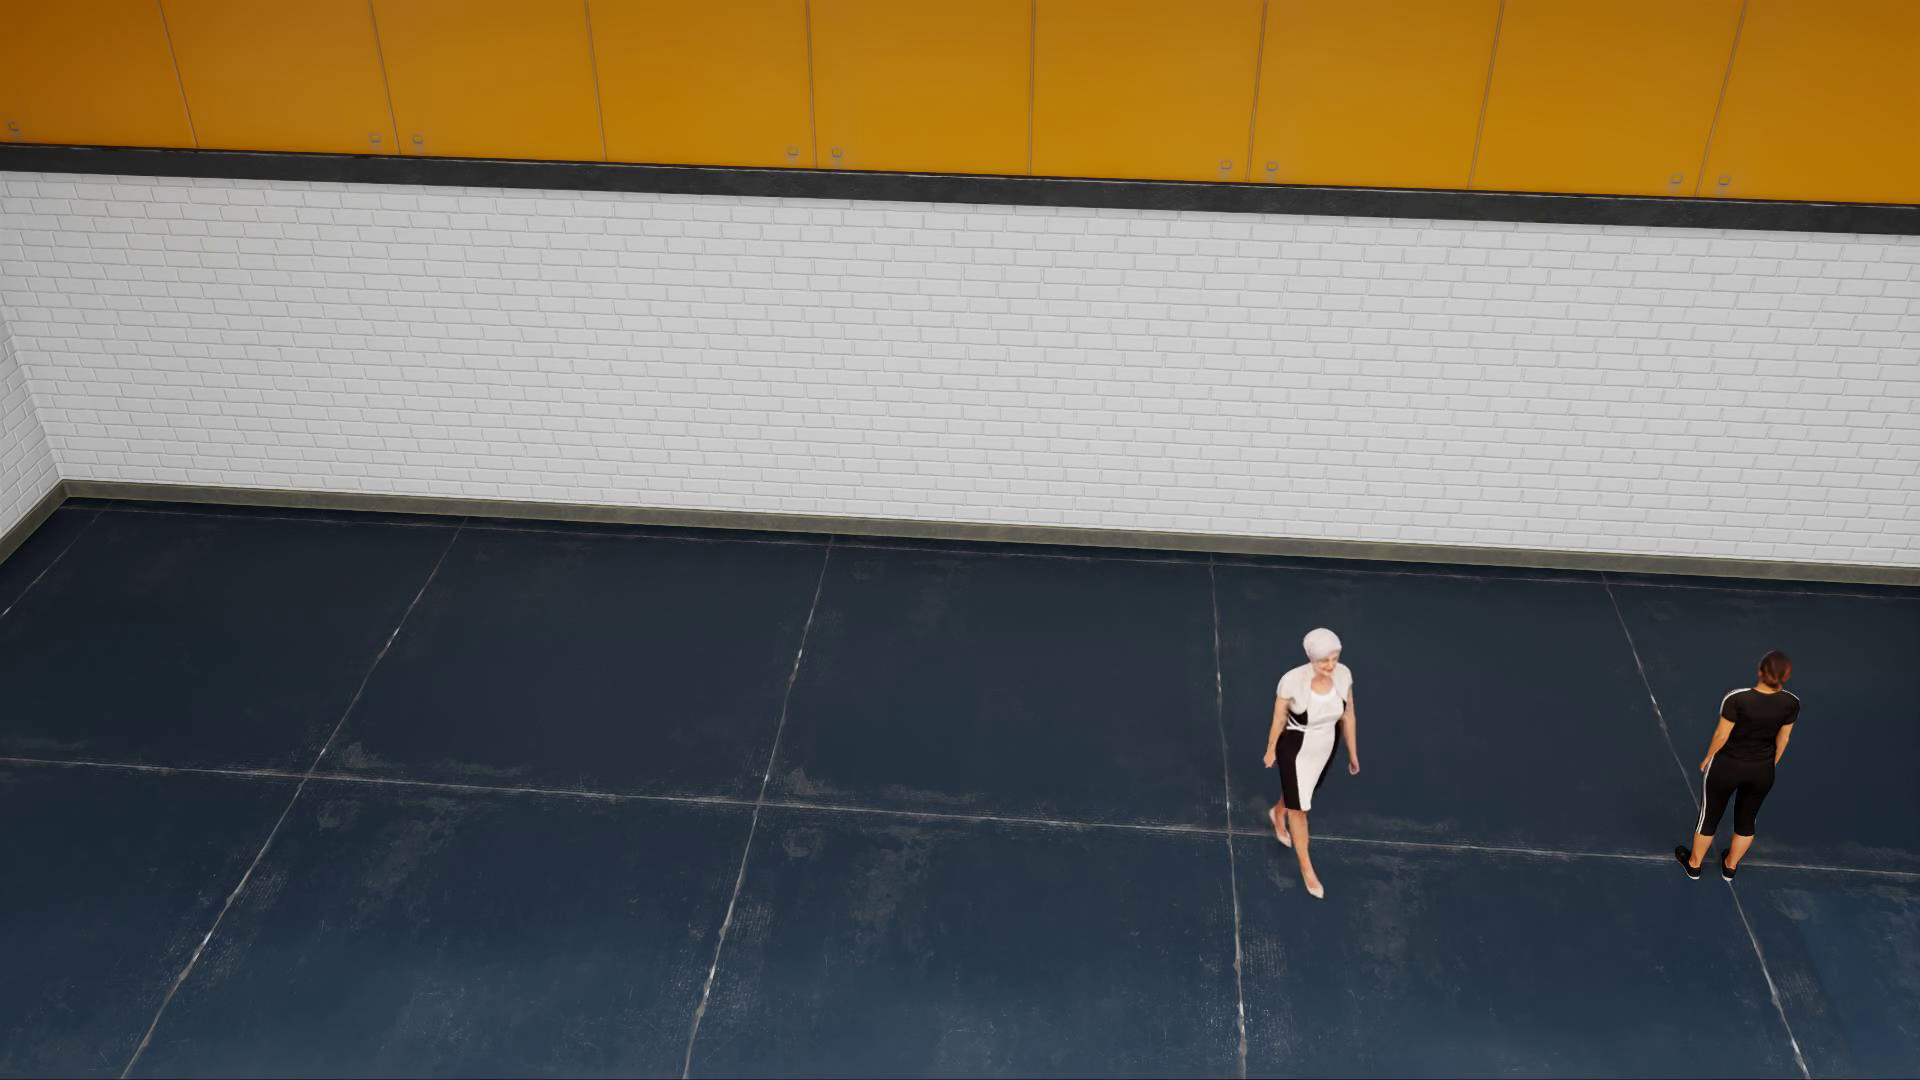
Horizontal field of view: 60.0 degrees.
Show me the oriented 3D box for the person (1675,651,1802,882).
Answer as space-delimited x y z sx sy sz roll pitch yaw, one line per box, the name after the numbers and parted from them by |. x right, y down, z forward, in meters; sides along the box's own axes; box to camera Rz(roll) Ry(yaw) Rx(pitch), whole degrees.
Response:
4.580 1.320 9.736 0.575 1.667 0.527 3 34 5 | person

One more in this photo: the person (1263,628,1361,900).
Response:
2.018 1.194 9.879 0.894 1.719 1.101 -11 35 -16 | person
